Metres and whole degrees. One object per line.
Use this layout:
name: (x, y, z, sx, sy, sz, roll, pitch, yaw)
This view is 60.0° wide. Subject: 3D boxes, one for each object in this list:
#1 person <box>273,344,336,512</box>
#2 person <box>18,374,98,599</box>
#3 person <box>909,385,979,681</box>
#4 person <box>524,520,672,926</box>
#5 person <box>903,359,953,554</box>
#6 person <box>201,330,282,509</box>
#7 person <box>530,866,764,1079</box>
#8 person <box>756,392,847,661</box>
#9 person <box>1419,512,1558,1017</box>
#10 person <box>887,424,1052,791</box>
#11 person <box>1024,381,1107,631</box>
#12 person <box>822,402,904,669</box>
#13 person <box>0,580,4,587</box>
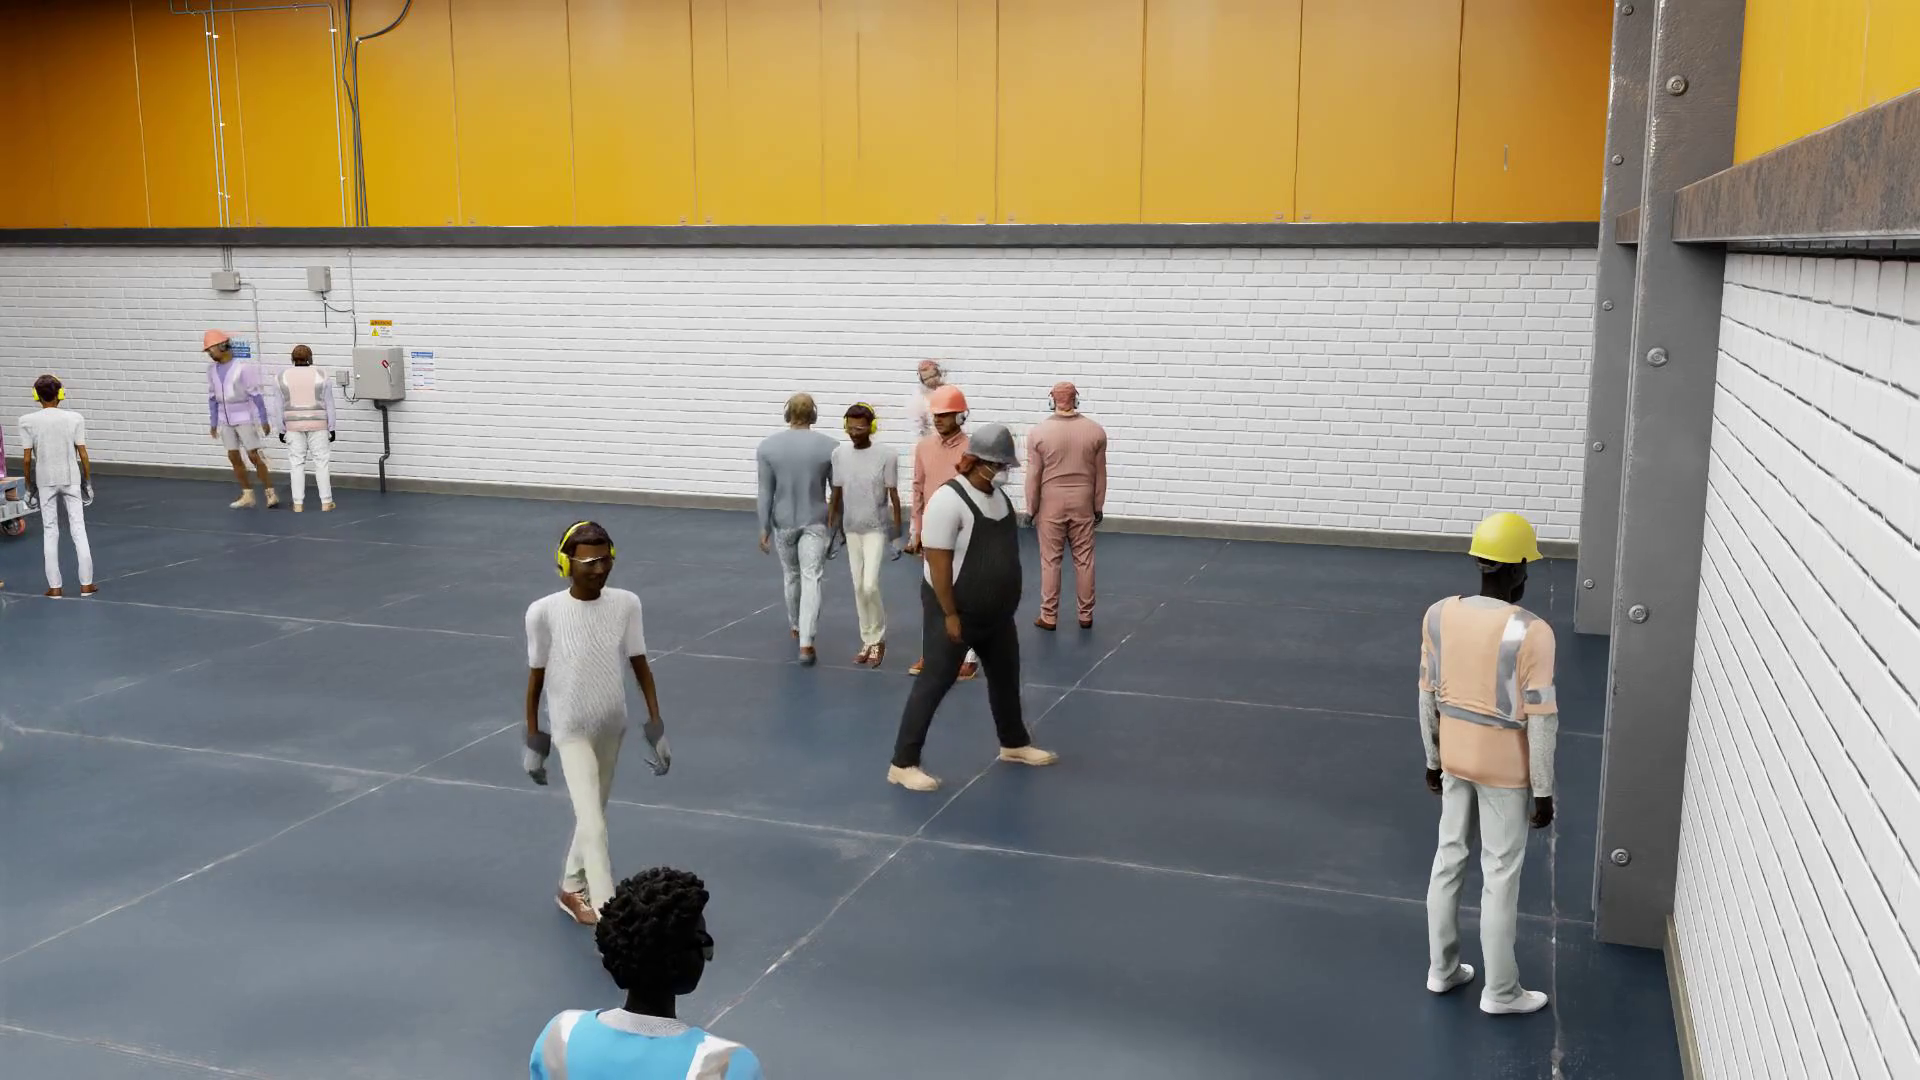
person: (-7.175, -1.224, 18.276, 0.629, 1.843, 0.429, -3, 10, -15)
person: (-7.492, -0.442, 13.813, 0.517, 1.865, 0.328, -5, 11, -28)
person: (-0.065, -0.045, 11.201, 0.612, 1.995, 0.393, 6, 12, 31)
person: (-1.488, 0.813, 6.877, 0.538, 1.817, 0.995, -8, 13, -36)
person: (-0.214, -0.793, 15.822, 0.398, 1.860, 0.726, 8, 13, 37)
person: (-7.979, -1.319, 18.386, 0.700, 1.994, 0.528, 3, 11, 17)
person: (-0.609, 1.490, 3.387, 0.539, 1.698, 0.318, 4, 11, 20)
person: (-1.121, -0.112, 11.909, 0.652, 1.886, 1.049, 0, 10, 0)
person: (2.019, 0.849, 6.353, 0.369, 1.928, 0.586, -7, 12, -35)
person: (0.090, 0.305, 9.102, 0.587, 2.000, 0.869, 8, 13, 37)
person: (0.793, -0.256, 12.660, 0.639, 1.902, 0.407, -2, 10, -12)
person: (-0.693, -0.032, 11.522, 0.548, 1.847, 0.537, 4, 11, 21)
person: (-8.348, -0.527, 13.919, 0.382, 1.995, 0.612, -2, 10, -10)
